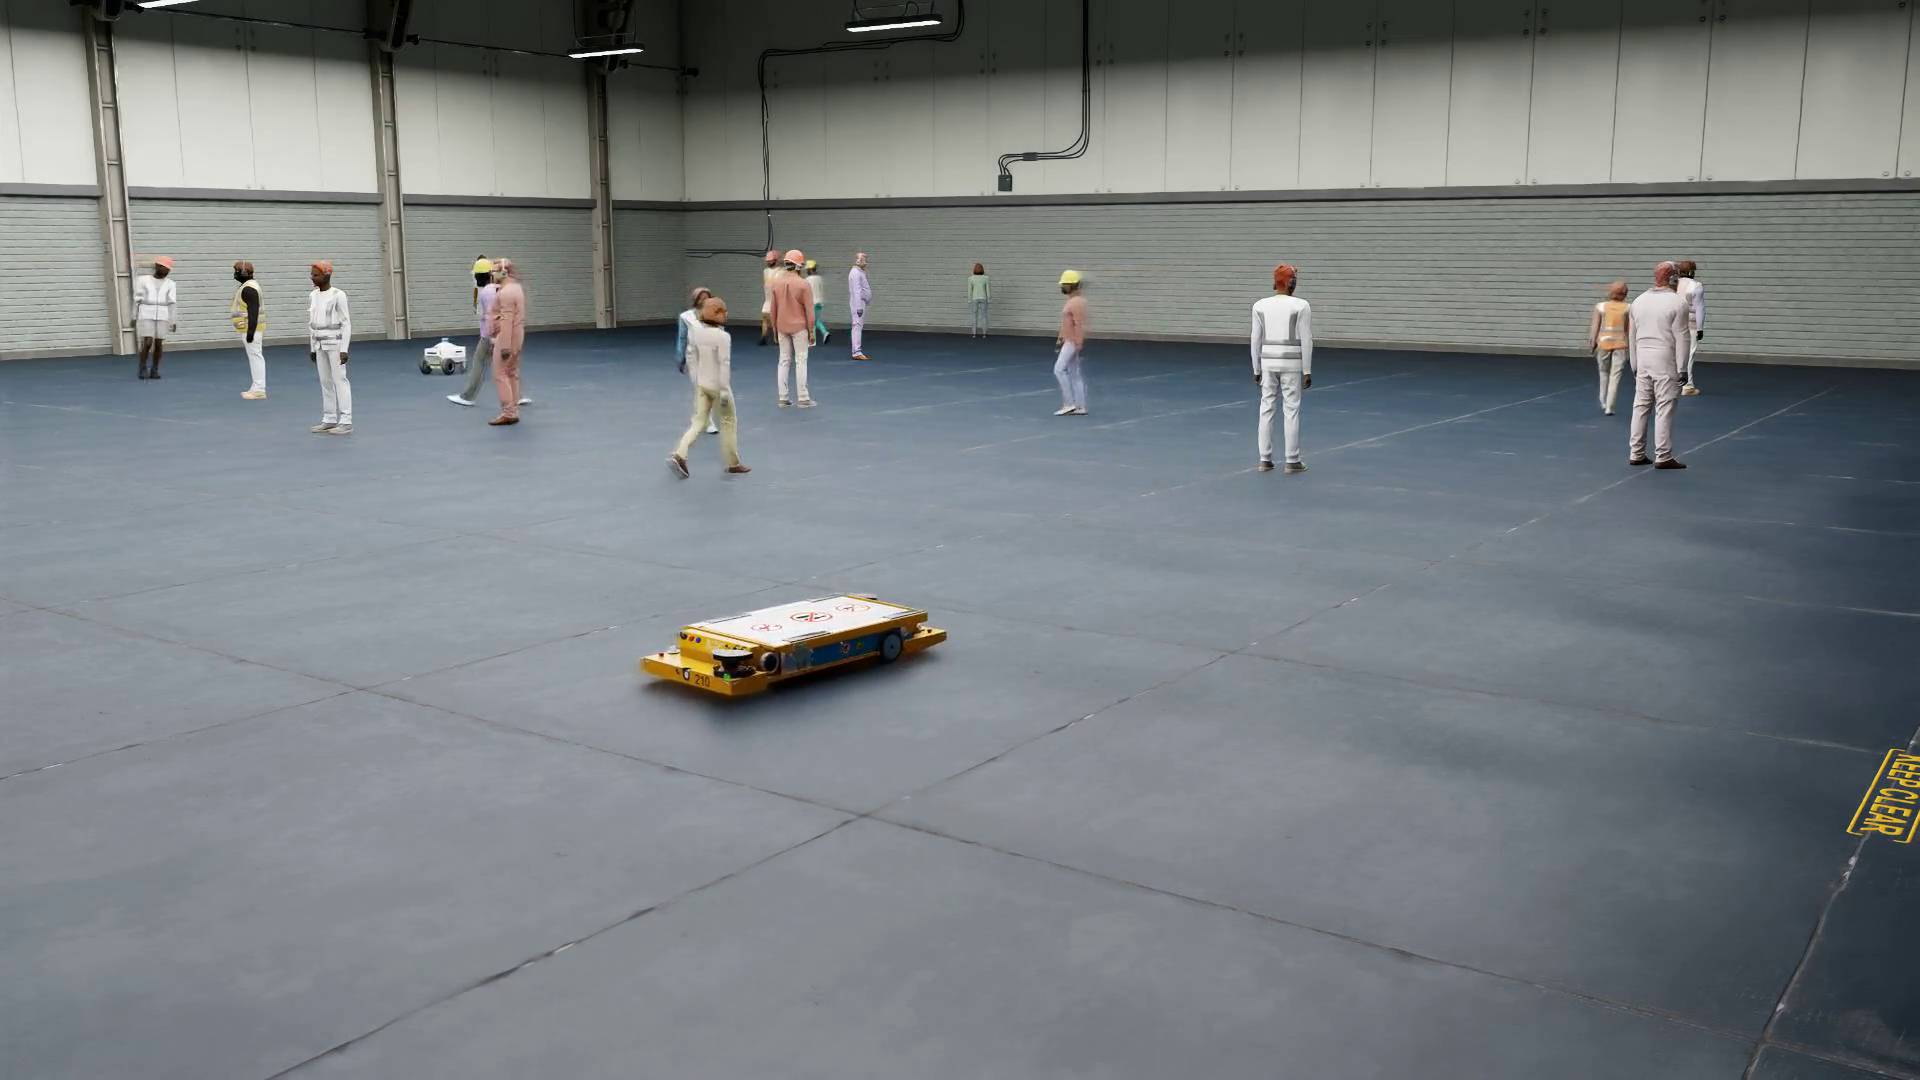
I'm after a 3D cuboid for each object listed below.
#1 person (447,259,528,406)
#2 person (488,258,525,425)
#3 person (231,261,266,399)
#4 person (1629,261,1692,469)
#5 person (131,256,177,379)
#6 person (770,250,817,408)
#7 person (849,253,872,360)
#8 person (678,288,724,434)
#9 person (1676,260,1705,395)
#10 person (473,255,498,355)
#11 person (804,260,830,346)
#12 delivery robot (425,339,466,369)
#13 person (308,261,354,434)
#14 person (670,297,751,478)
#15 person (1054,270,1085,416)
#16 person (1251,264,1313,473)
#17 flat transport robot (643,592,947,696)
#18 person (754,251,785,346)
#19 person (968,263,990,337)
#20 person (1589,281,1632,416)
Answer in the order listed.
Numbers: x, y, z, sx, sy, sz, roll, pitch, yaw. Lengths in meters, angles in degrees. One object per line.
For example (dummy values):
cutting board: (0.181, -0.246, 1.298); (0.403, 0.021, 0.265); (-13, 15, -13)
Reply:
person: (-6.027, -2.633, 21.216); (1.004, 1.873, 0.594); (0, 10, 2)
person: (-5.219, -2.275, 19.125); (0.426, 1.905, 0.679); (-1, 10, -4)
person: (-9.511, -2.806, 22.263); (0.430, 1.844, 0.624); (-4, 11, -23)
person: (6.498, -1.613, 15.401); (0.408, 1.908, 0.646); (-5, 11, -25)
person: (-12.299, -3.389, 25.437); (0.638, 1.871, 0.447); (-8, 13, -39)
person: (-2.097, -2.664, 21.047); (0.623, 1.989, 0.399); (5, 11, 25)
person: (-1.781, -4.160, 29.687); (0.407, 1.902, 0.640); (-1, 10, -4)
person: (-2.842, -1.984, 18.365); (0.523, 1.591, 0.887); (-6, 12, -30)
person: (9.958, -2.916, 22.880); (0.429, 1.845, 0.627); (-6, 12, -32)
person: (-8.816, -4.366, 30.962); (0.510, 1.864, 0.312); (1, 10, 6)
person: (-2.929, -4.757, 33.482); (0.461, 1.742, 0.528); (6, 12, 29)
delivery robot: (-8.202, -2.966, 26.501); (0.477, 0.478, 0.707); (3, 11, 18)
person: (-6.884, -2.093, 18.158); (0.579, 1.880, 0.342); (7, 12, 32)
person: (-2.229, -1.350, 14.764); (0.503, 1.604, 0.784); (9, 14, 42)
person: (1.290, -2.365, 20.062); (0.534, 1.751, 0.532); (0, 10, -1)
person: (2.925, -1.550, 15.109); (0.573, 1.884, 0.355); (7, 12, 33)
flat transport robot: (-0.788, 0.488, 8.215); (0.652, 0.197, 1.431); (9, 14, 42)
person: (-3.834, -4.867, 33.607); (0.559, 1.901, 0.883); (7, 12, 33)
person: (0.424, -5.300, 36.807); (0.498, 1.636, 0.286); (0, 10, 0)
person: (7.990, -2.336, 20.266); (0.544, 1.599, 0.821); (6, 12, 31)
